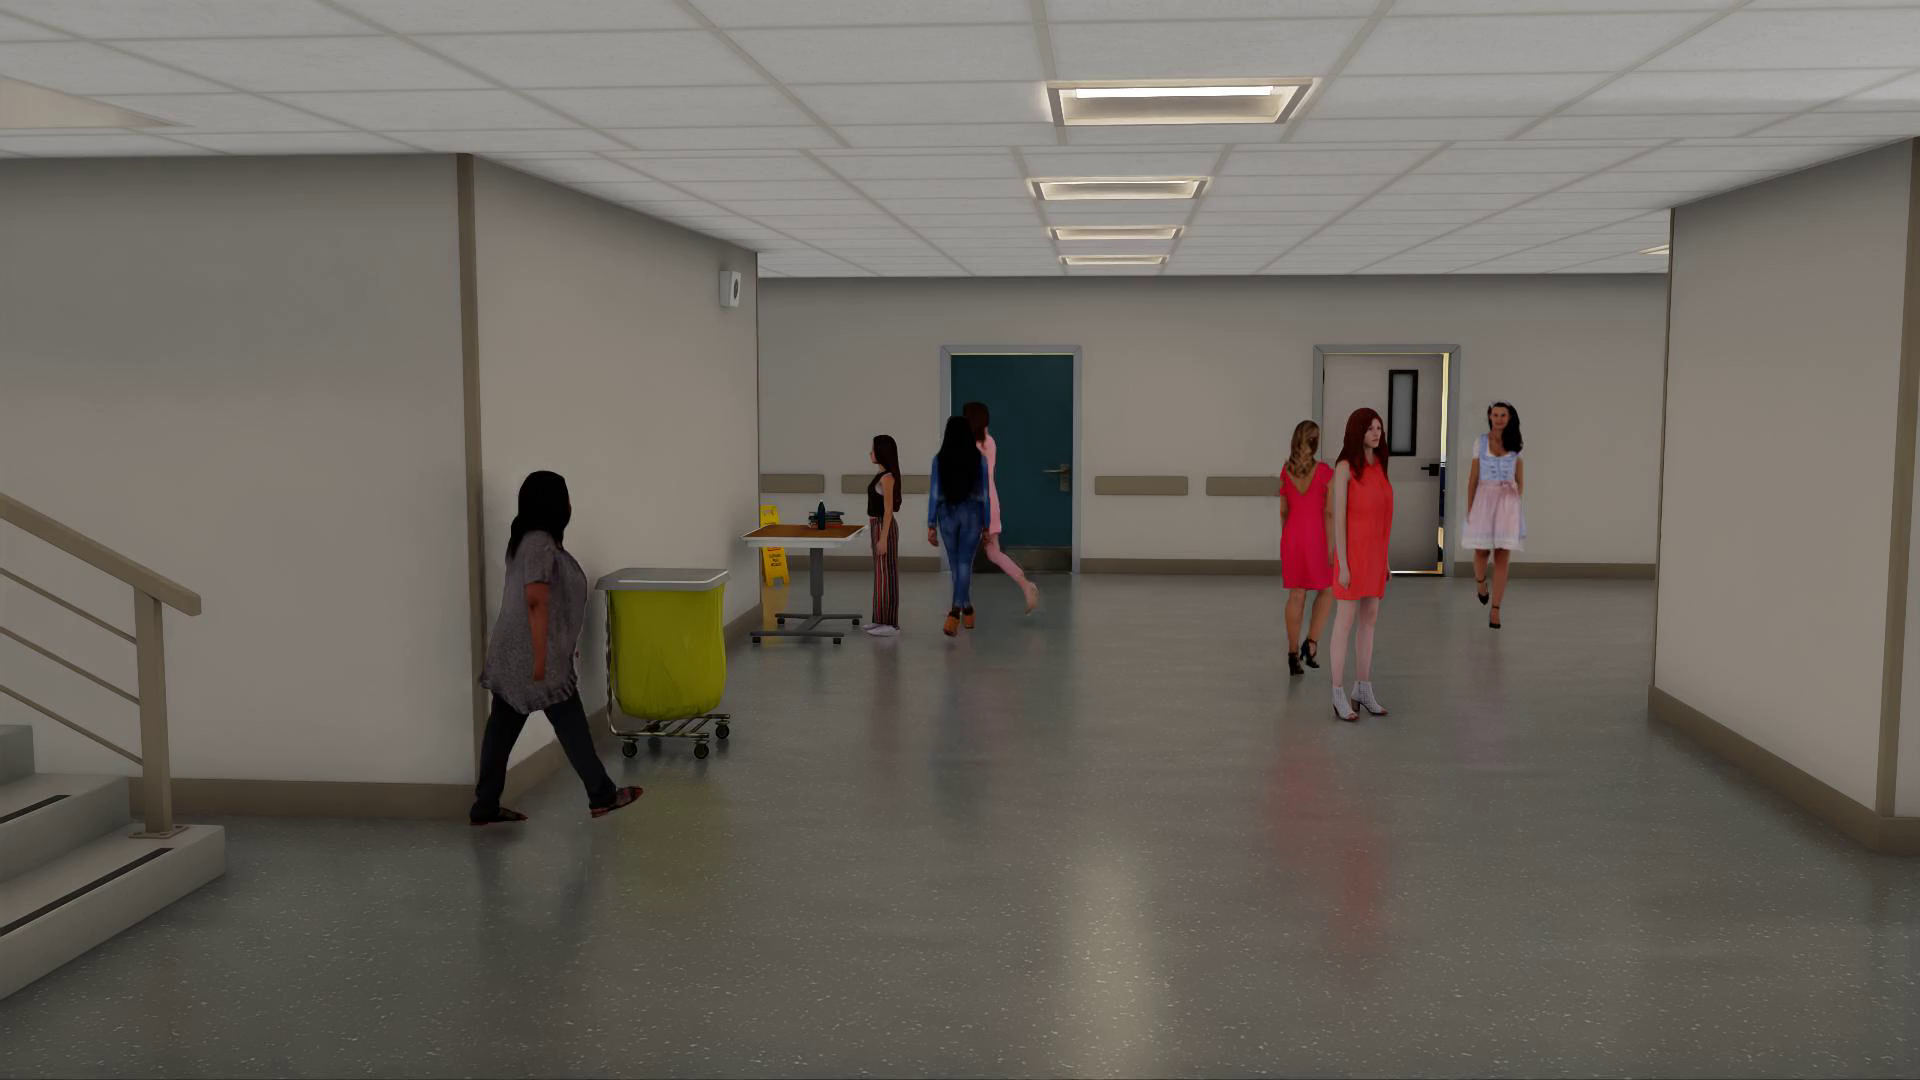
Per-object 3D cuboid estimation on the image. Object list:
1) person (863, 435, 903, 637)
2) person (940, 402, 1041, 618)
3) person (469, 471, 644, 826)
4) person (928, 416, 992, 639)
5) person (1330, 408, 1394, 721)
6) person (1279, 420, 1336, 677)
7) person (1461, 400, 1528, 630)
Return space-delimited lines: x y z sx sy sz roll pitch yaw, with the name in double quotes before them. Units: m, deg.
"person" -0.588 -0.046 12.910 0.590 1.562 0.600 -1 6 -9
"person" 0.249 -0.207 13.468 1.199 1.772 0.919 3 7 30
"person" -1.975 0.512 7.365 1.087 1.562 0.963 -3 7 -30
"person" -0.001 -0.057 12.531 1.150 1.659 0.765 1 6 10
"person" 2.360 0.131 9.822 0.647 1.828 0.719 -4 7 -37
"person" 2.273 0.060 11.106 0.706 1.711 0.774 4 7 37
"person" 4.270 -0.204 13.280 0.860 1.803 0.768 1 6 10
